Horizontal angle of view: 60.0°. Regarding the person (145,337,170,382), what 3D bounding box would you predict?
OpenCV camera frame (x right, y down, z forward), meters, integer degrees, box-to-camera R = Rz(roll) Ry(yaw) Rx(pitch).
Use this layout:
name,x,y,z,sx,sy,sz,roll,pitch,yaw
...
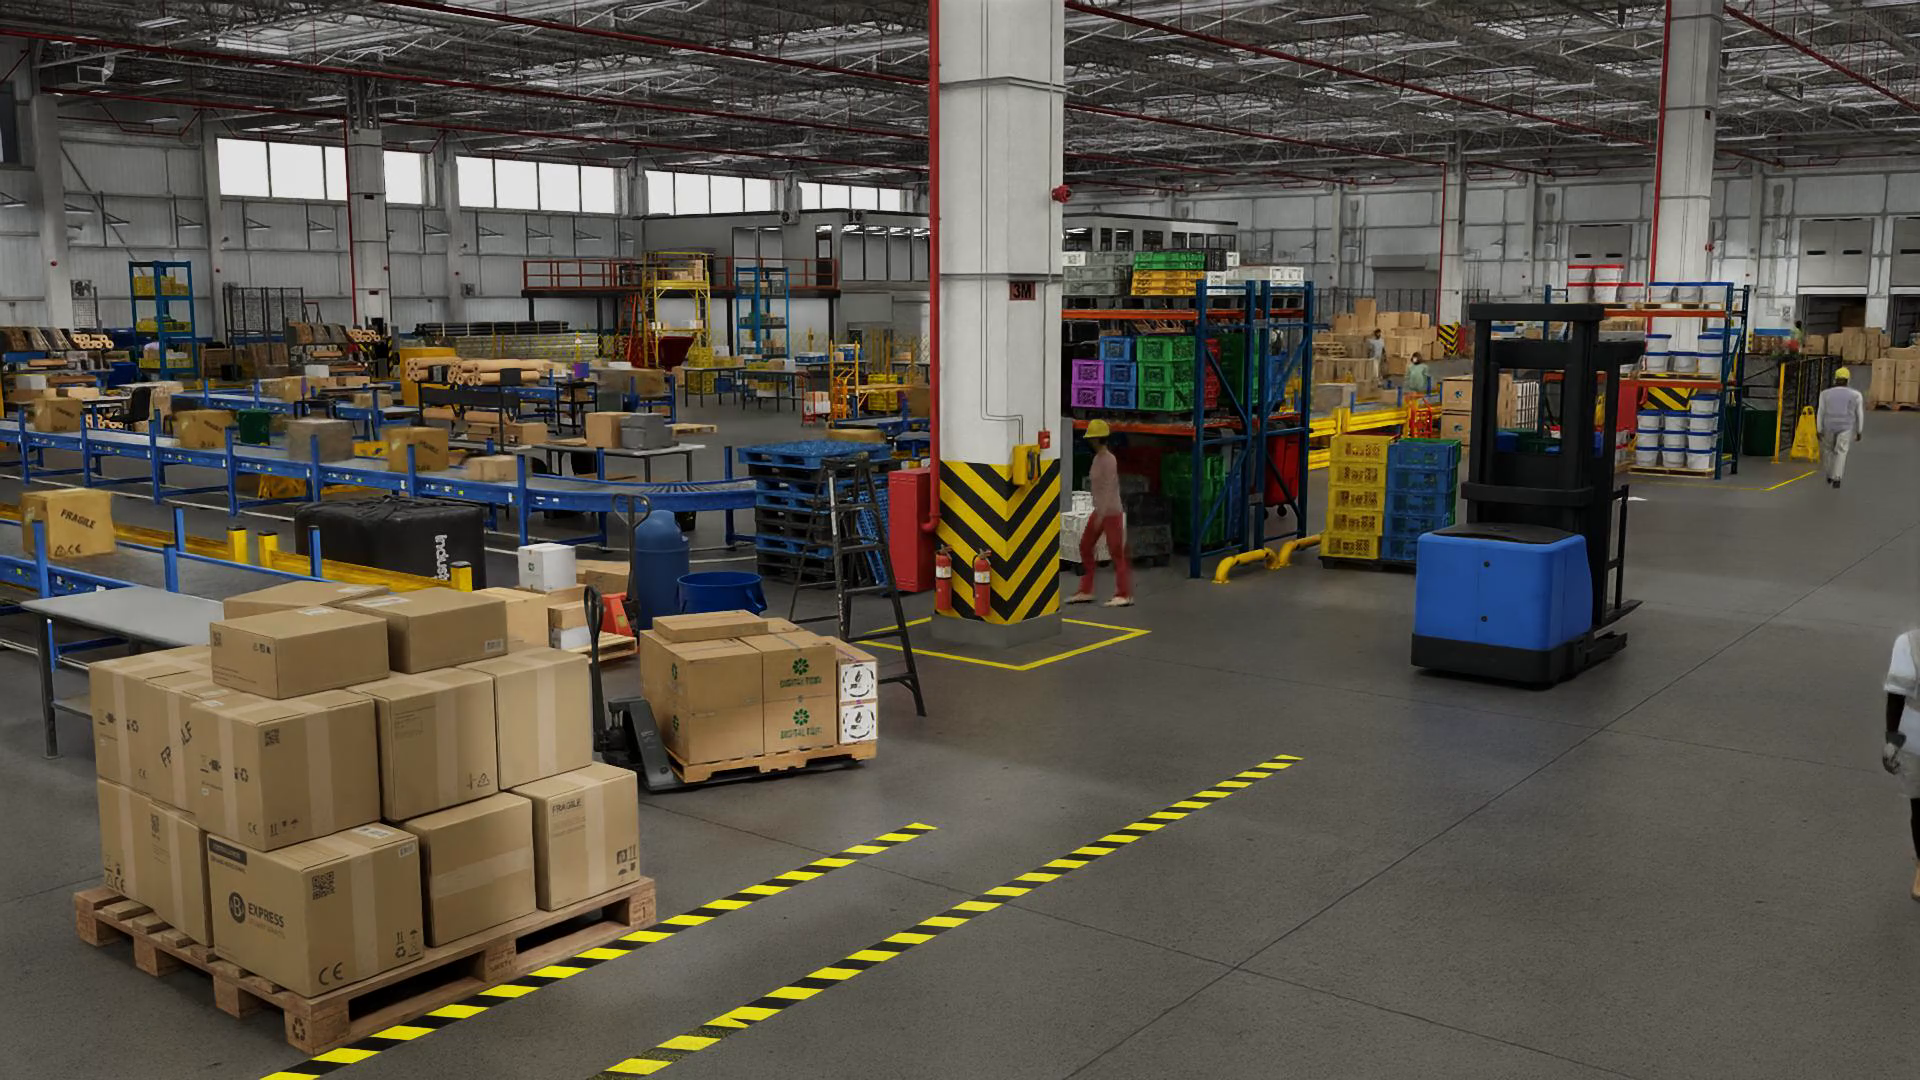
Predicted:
name,x,y,z,sx,sy,sz,roll,pitch,yaw
person,-19.779,-4.205,41.047,0.605,2.045,0.378,-8,11,-42

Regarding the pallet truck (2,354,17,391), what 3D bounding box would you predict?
name,x,y,z,sx,sy,sz,roll,pitch,yaw
pallet truck,-24.881,-4.417,42.634,1.885,1.965,0.823,8,11,41

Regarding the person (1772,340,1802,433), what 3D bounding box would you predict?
name,x,y,z,sx,sy,sz,roll,pitch,yaw
person,17.008,-3.115,34.071,0.605,1.936,1.044,-2,9,-12

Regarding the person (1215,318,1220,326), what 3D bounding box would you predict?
name,x,y,z,sx,sy,sz,roll,pitch,yaw
person,11.308,-8.900,73.240,0.574,1.884,0.361,8,11,42

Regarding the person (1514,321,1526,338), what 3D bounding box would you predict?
name,x,y,z,sx,sy,sz,roll,pitch,yaw
person,25.240,-9.085,75.001,0.489,1.730,0.426,4,9,23

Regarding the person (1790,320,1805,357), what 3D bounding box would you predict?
name,x,y,z,sx,sy,sz,roll,pitch,yaw
person,33.414,-7.859,66.440,0.621,1.826,0.757,-2,9,-15

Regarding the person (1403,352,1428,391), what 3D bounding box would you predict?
name,x,y,z,sx,sy,sz,roll,pitch,yaw
person,9.967,-3.314,36.468,0.532,1.608,0.681,6,11,37

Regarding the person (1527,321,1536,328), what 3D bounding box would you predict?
name,x,y,z,sx,sy,sz,roll,pitch,yaw
person,27.213,-9.799,79.128,0.610,1.939,0.417,-8,11,-41

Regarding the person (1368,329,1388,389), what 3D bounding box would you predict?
name,x,y,z,sx,sy,sz,roll,pitch,yaw
person,12.664,-5.468,50.331,0.515,1.822,0.969,-4,9,-24

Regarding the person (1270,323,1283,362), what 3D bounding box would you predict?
name,x,y,z,sx,sy,sz,roll,pitch,yaw
person,11.400,-6.912,59.970,0.505,1.845,0.346,-4,9,-24

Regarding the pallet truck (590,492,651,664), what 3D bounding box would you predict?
name,x,y,z,sx,sy,sz,roll,pitch,yaw
pallet truck,-3.115,0.344,12.883,0.653,1.274,1.630,7,11,37

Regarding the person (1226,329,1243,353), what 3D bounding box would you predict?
name,x,y,z,sx,sy,sz,roll,pitch,yaw
person,7.750,-4.951,46.515,0.605,1.903,1.008,8,11,42

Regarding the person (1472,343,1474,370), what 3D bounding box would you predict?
name,x,y,z,sx,sy,sz,roll,pitch,yaw
person,14.420,-4.886,46.059,0.565,1.920,0.669,-1,8,-3

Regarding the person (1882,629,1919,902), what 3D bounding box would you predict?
name,x,y,z,sx,sy,sz,roll,pitch,yaw
person,4.522,0.950,7.626,0.531,1.648,0.893,6,10,34

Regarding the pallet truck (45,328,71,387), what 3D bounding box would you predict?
name,x,y,z,sx,sy,sz,roll,pitch,yaw
pallet truck,-23.775,-4.544,43.495,1.885,1.965,0.823,6,10,35

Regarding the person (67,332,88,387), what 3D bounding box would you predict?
name,x,y,z,sx,sy,sz,roll,pitch,yaw
person,-22.459,-4.316,42.260,0.652,1.906,0.403,5,10,28

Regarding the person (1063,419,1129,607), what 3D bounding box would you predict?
name,x,y,z,sx,sy,sz,roll,pitch,yaw
person,1.253,-0.235,15.294,0.709,1.740,0.542,-2,9,-14

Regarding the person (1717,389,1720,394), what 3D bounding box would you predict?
name,x,y,z,sx,sy,sz,roll,pitch,yaw
person,17.524,-3.804,38.690,0.551,1.941,0.342,0,8,3

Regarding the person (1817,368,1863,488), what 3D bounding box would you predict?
name,x,y,z,sx,sy,sz,roll,pitch,yaw
person,13.161,-1.680,24.890,0.606,1.791,0.919,5,10,29

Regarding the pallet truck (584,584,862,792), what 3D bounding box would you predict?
name,x,y,z,sx,sy,sz,roll,pitch,yaw
pallet truck,-1.426,0.805,10.019,1.601,1.201,0.680,-4,9,-26

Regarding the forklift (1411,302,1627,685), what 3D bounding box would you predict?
name,x,y,z,sx,sy,sz,roll,pitch,yaw
forklift,4.379,-0.438,12.852,1.129,2.768,1.873,7,11,37
